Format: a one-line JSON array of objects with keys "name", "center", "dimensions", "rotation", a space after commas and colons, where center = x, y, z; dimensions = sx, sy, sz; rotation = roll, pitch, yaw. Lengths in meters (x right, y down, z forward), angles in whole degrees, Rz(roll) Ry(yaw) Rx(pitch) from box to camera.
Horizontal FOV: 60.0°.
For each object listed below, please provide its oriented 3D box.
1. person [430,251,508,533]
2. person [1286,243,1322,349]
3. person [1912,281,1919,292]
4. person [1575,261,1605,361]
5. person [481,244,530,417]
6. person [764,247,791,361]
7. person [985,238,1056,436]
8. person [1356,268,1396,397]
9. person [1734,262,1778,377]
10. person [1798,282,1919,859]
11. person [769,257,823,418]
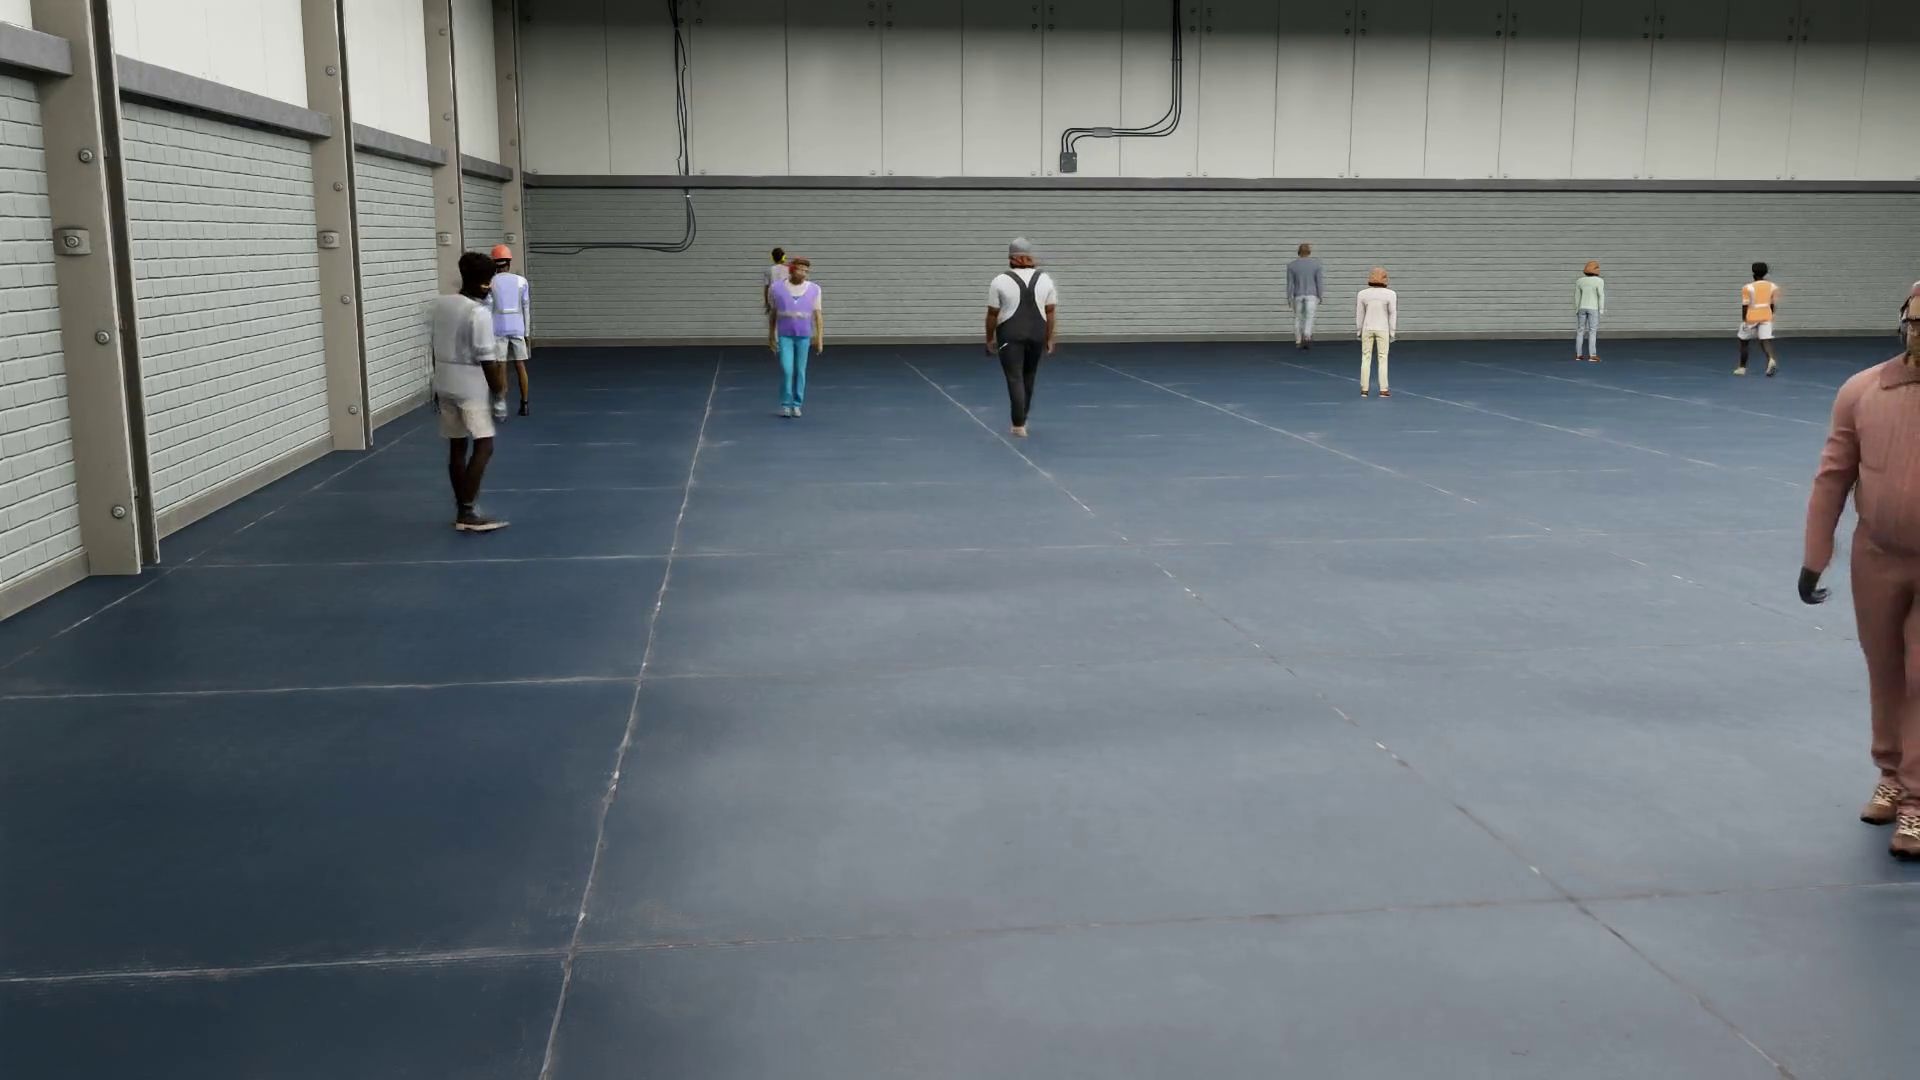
[{"name": "person", "center": [-3.407, -1.010, 11.442], "dimensions": [0.746, 1.924, 0.425], "rotation": [8, 13, 37]}, {"name": "person", "center": [6.237, -4.422, 30.158], "dimensions": [0.648, 1.918, 0.764], "rotation": [3, 11, 18]}, {"name": "person", "center": [11.973, -2.589, 20.396], "dimensions": [0.594, 1.817, 0.434], "rotation": [3, 11, 18]}, {"name": "person", "center": [10.321, -3.755, 27.272], "dimensions": [0.278, 1.634, 0.499], "rotation": [-9, 14, -40]}, {"name": "person", "center": [-5.124, -2.352, 18.760], "dimensions": [0.546, 1.934, 0.376], "rotation": [-6, 12, -31]}, {"name": "person", "center": [-2.939, -3.843, 27.135], "dimensions": [0.538, 1.860, 0.505], "rotation": [3, 11, 15]}, {"name": "person", "center": [0.571, -2.127, 17.232], "dimensions": [0.702, 2.000, 0.957], "rotation": [-3, 11, -18]}, {"name": "person", "center": [5.277, -2.631, 21.112], "dimensions": [0.501, 1.633, 0.285], "rotation": [5, 12, 27]}, {"name": "person", "center": [11.579, -3.193, 24.088], "dimensions": [0.533, 1.671, 0.756], "rotation": [0, 10, 0]}, {"name": "person", "center": [3.136, 0.086, 5.520], "dimensions": [0.788, 1.878, 0.683], "rotation": [-10, 14, -43]}, {"name": "person", "center": [-1.829, -2.250, 18.552], "dimensions": [0.579, 1.800, 0.698], "rotation": [-2, 11, -10]}]
